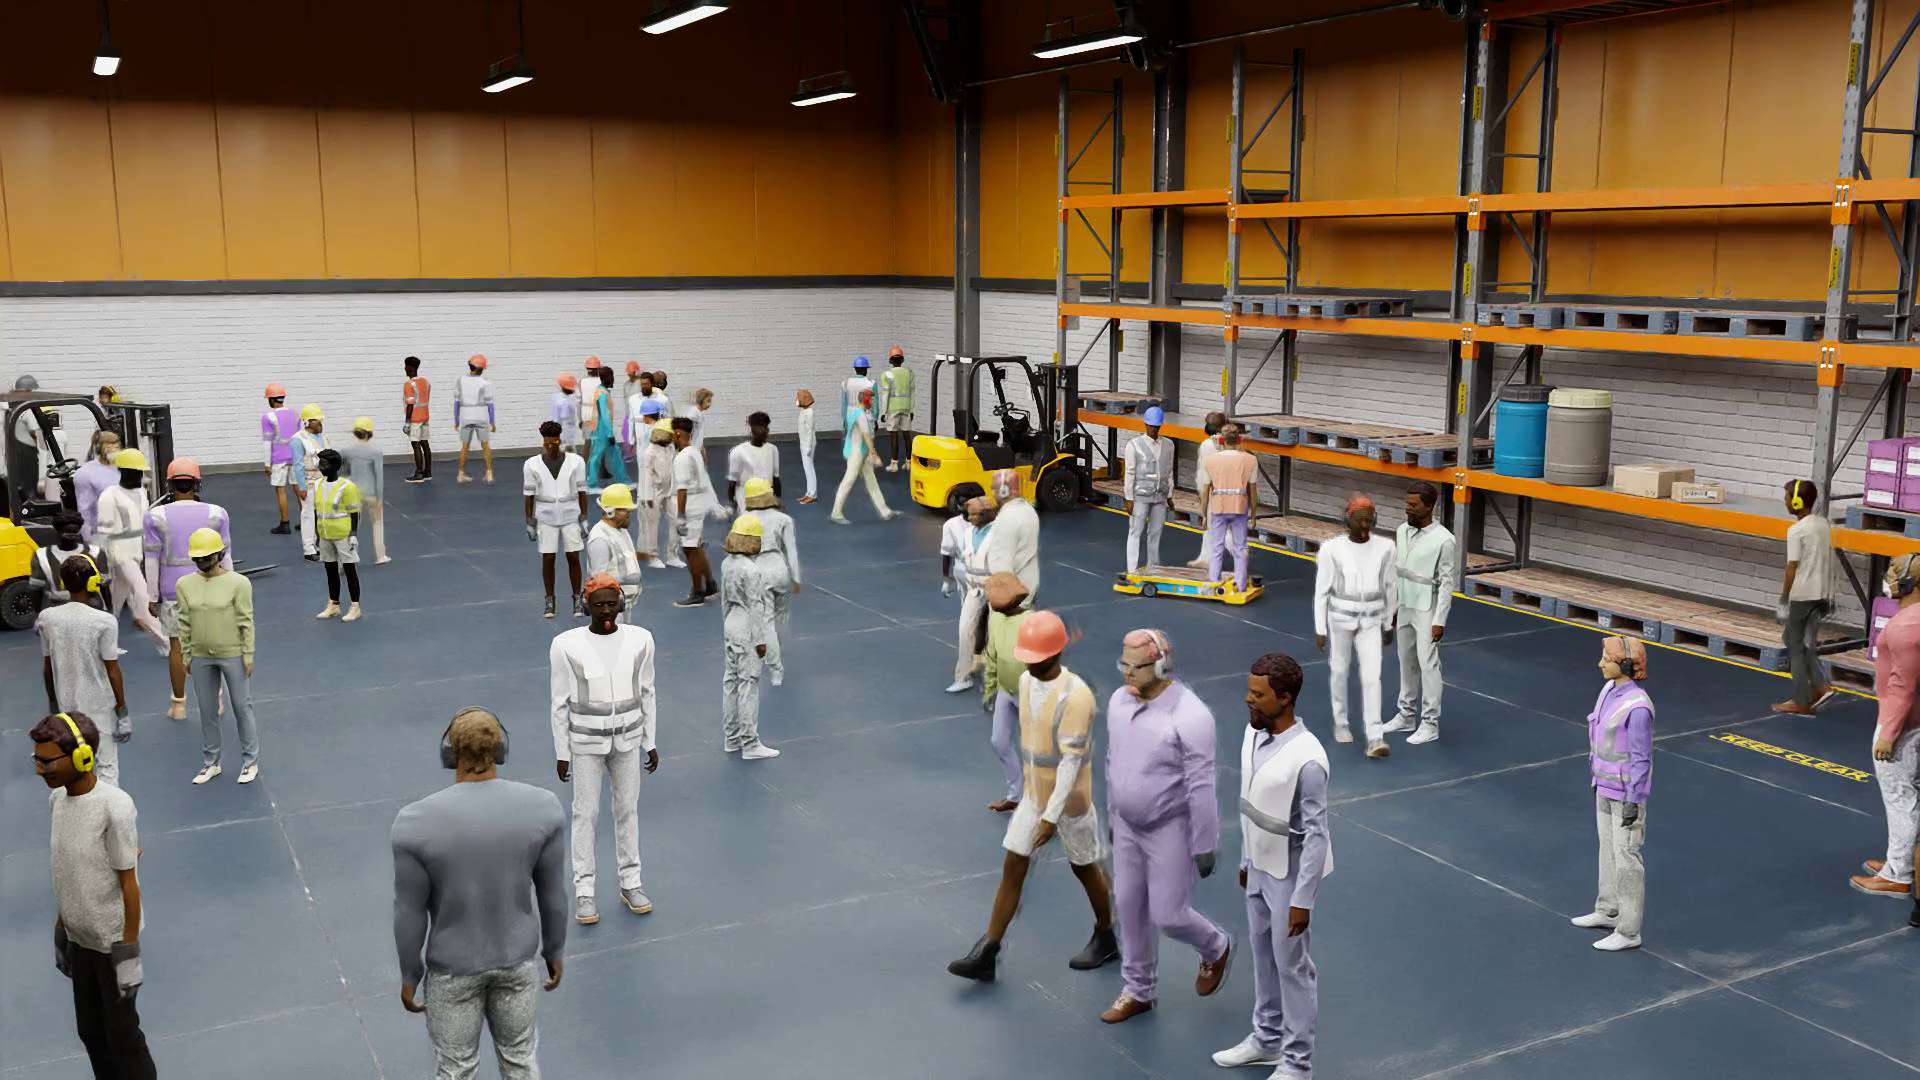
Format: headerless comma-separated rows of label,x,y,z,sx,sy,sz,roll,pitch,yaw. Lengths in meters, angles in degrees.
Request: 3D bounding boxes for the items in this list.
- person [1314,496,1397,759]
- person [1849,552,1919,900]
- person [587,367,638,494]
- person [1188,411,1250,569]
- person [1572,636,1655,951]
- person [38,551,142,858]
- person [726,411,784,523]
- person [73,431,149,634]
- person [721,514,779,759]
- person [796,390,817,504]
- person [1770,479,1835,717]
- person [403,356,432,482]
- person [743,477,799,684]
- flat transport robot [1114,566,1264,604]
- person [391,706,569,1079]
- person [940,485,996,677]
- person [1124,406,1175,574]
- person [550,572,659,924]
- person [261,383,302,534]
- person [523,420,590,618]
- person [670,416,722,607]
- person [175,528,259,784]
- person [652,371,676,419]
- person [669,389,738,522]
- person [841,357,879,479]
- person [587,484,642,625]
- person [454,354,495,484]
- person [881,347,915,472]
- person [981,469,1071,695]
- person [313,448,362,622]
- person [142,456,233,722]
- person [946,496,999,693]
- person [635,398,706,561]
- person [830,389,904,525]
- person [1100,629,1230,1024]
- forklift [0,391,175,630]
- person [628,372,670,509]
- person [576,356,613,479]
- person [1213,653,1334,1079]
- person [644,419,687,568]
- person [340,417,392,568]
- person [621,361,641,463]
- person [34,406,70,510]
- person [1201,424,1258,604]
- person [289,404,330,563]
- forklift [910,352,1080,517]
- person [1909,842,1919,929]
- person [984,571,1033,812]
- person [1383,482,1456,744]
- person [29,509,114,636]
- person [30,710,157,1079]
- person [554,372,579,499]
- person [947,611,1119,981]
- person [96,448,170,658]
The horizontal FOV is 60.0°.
person,2.830,0.623,11.842,0.608,1.837,0.951,0,10,0
person,5.250,1.025,9.256,0.366,1.938,0.630,9,14,43
person,-5.120,-1.611,24.566,0.914,1.882,0.628,-2,10,-9
person,2.916,-0.528,18.562,0.802,1.818,0.629,8,13,40
person,3.392,1.294,8.568,0.311,1.639,0.521,0,10,2
person,-5.062,0.995,9.662,0.506,1.864,0.331,2,10,9
person,-2.179,-0.424,17.693,1.010,1.919,0.609,9,13,43
person,-7.928,-0.069,15.603,0.388,1.929,0.633,9,13,41
person,-1.509,0.680,11.827,0.315,1.736,0.483,-7,12,-34
person,-2.190,-1.334,23.747,0.278,1.628,0.505,-3,10,-16
person,6.472,0.452,12.810,0.545,1.847,0.399,-7,12,-36
person,-8.466,-1.880,25.895,0.366,1.967,0.602,2,10,13
person,-1.625,0.321,13.993,0.506,1.688,0.839,-3,10,-17
flat transport robot,2.391,0.449,17.369,1.431,0.197,0.652,5,11,27
person,-1.766,1.566,6.190,0.636,1.928,0.387,-5,11,-28
person,0.111,0.330,14.123,0.541,1.624,0.905,2,10,13
person,2.037,-0.463,17.806,0.605,1.944,0.403,-5,11,-26
person,-1.901,1.107,8.948,0.576,1.882,0.355,-5,11,-28
person,-8.632,-1.035,21.189,0.433,1.924,0.557,7,12,34
person,-3.950,-0.207,16.313,0.621,1.952,0.384,-2,10,-14
person,-2.654,-0.279,16.773,0.555,1.944,0.648,0,10,2
person,-4.999,0.781,11.186,0.515,1.759,0.335,0,10,2
person,-4.382,-1.561,24.417,0.429,1.846,0.632,-6,11,-30
person,-3.422,-1.099,21.965,0.968,1.770,0.584,-1,10,-6
person,-1.555,-1.897,26.063,0.605,1.943,0.402,3,10,17
person,-2.652,0.469,12.807,0.403,1.821,0.601,1,10,4
person,-7.499,-1.865,25.687,0.647,2.022,0.432,1,10,3
person,-1.021,-2.123,27.093,0.608,2.040,0.394,-5,11,-28
person,0.524,0.371,13.213,0.686,1.878,0.669,3,10,17
person,-6.046,-0.046,16.117,0.539,1.695,0.318,4,11,23
person,-5.899,0.375,12.747,0.612,2.030,0.403,-6,12,-33
person,0.147,0.455,13.473,0.506,1.605,0.741,8,13,40
person,-3.412,-0.680,19.156,0.909,1.918,0.588,5,11,26
person,-1.254,-1.085,21.861,1.000,1.771,0.588,0,10,-1
person,0.966,1.316,7.741,0.593,1.884,0.675,-8,13,-38
forklift,-9.026,-0.363,16.508,1.214,2.155,2.313,6,11,29
person,-4.335,-1.395,23.247,0.600,1.916,0.377,1,10,8
person,-5.773,-1.926,26.244,0.546,1.939,0.375,3,10,16
person,1.365,1.415,7.070,0.395,1.919,0.590,-3,10,-16
person,-3.329,-0.510,18.736,0.607,1.701,0.512,7,12,35
person,-6.766,-0.523,18.781,0.534,1.737,0.849,1,10,5
person,-5.539,-2.158,28.177,0.589,1.723,0.659,7,12,34
person,-10.888,-0.749,19.973,0.318,1.766,0.530,1,10,4
person,2.737,-0.256,16.936,0.559,1.836,0.394,1,10,8
person,-7.460,-0.661,19.266,0.403,1.834,0.588,2,10,13
forklift,0.460,-1.461,22.833,2.313,2.155,1.214,-5,11,-28
person,5.231,1.143,8.618,0.390,1.930,0.546,-3,10,-14
person,0.396,0.985,10.467,0.435,1.598,0.543,-9,13,-42
person,3.378,0.523,12.206,0.391,1.919,0.591,-4,11,-24
person,-6.711,0.575,12.596,0.551,1.673,0.437,-5,11,-27
person,-3.335,1.561,6.419,0.529,1.857,0.335,6,12,32
person,-5.583,-1.477,23.842,0.457,1.875,0.628,-5,11,-28
person,0.421,1.255,8.122,0.959,1.870,0.544,-8,13,-38
person,-7.273,0.123,14.663,1.000,1.860,0.590,0,10,2
